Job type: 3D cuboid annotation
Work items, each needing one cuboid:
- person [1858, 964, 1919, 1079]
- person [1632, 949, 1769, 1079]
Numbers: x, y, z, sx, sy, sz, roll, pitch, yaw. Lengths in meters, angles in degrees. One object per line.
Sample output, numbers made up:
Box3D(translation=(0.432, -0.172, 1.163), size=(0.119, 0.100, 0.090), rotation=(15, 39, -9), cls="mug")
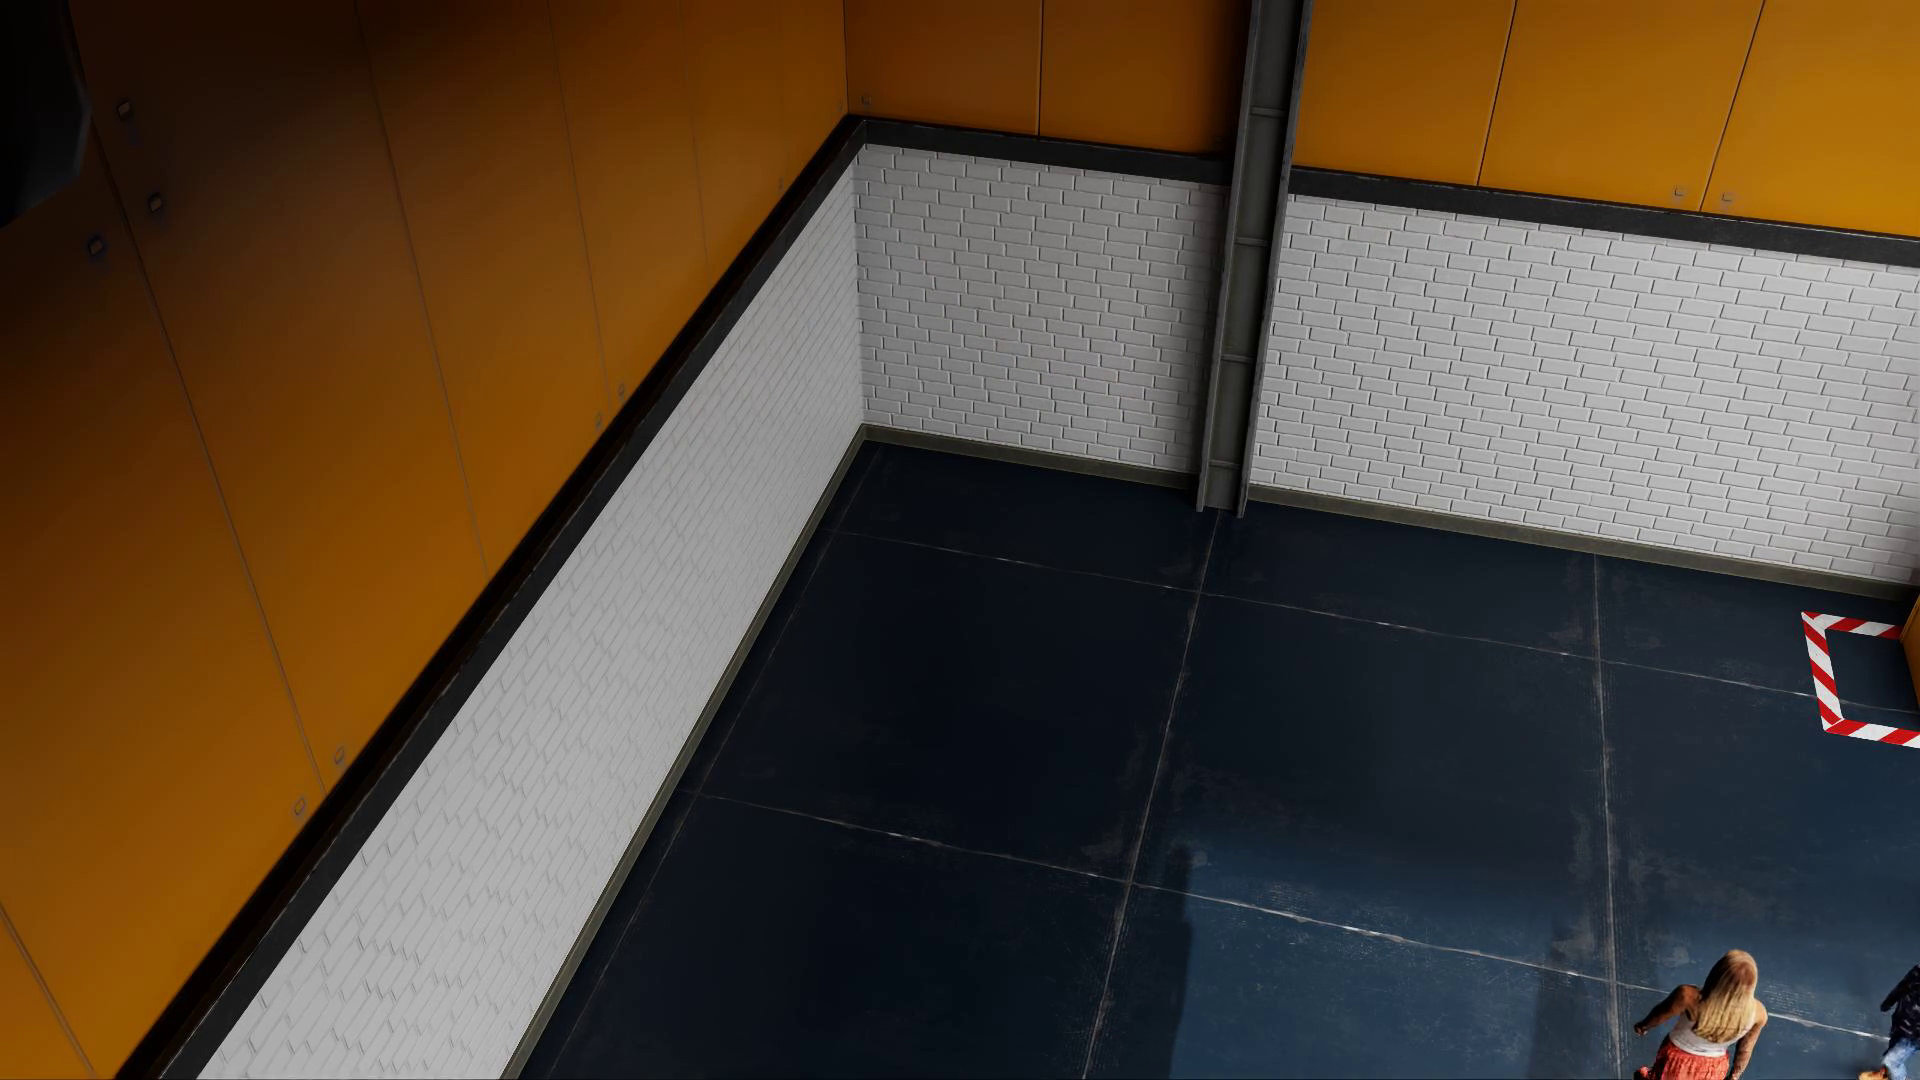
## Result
Box3D(translation=(5.352, 2.656, 9.215), size=(0.533, 1.242, 0.540), rotation=(0, 39, 0), cls="person")
Box3D(translation=(3.753, 2.834, 8.588), size=(1.232, 1.746, 0.739), rotation=(8, 39, 10), cls="person")
